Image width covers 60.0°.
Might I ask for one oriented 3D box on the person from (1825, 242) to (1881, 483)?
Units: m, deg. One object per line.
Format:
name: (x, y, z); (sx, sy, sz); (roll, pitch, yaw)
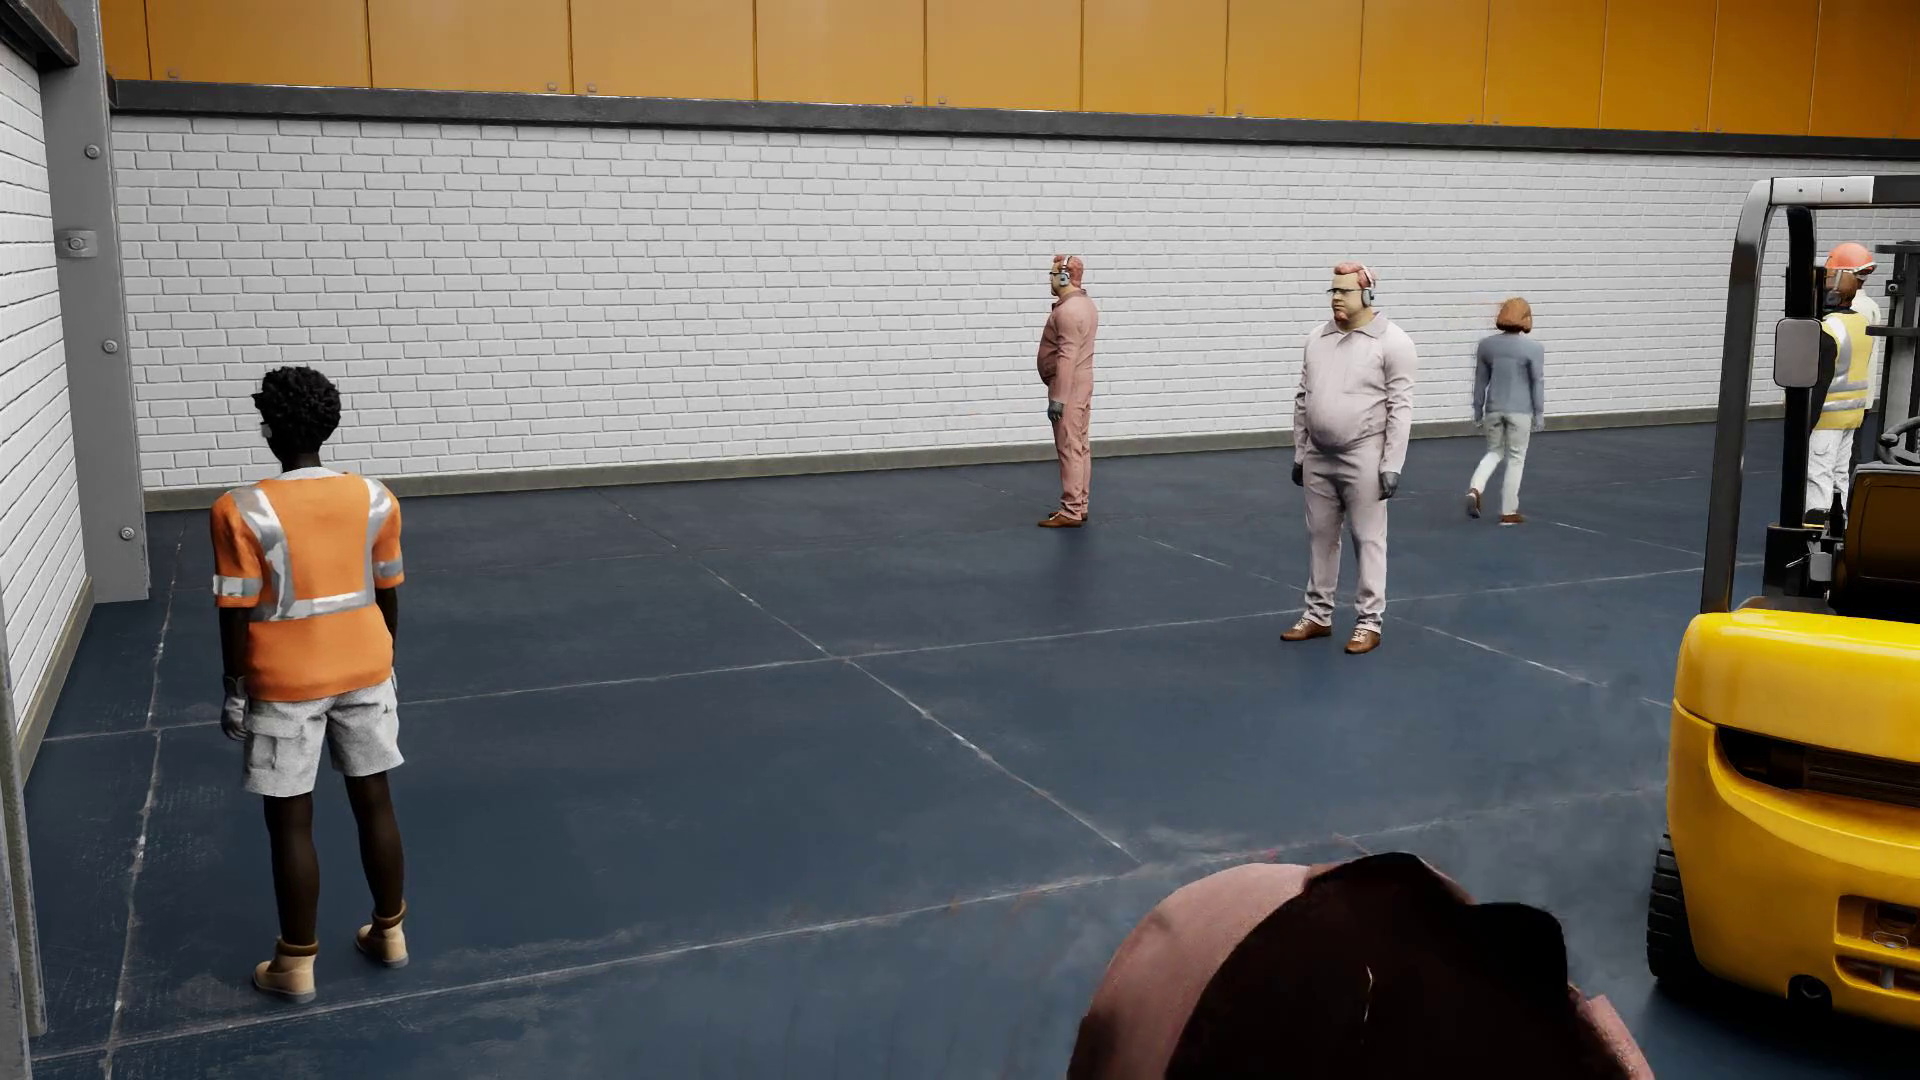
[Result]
person: (5.601, -0.881, 10.585); (0.614, 1.993, 0.395); (-10, 14, -44)

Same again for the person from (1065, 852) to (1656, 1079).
person: (0.269, 0.901, 1.148); (0.399, 1.866, 0.790); (-6, 12, -30)

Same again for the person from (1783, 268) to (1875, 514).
person: (5.160, -0.693, 9.964); (0.621, 1.847, 0.429); (-9, 13, -39)

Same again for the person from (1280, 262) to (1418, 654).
person: (1.895, -0.403, 8.193); (0.407, 1.908, 0.641); (-10, 14, -43)

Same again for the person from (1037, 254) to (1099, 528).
person: (0.741, -1.040, 11.702); (0.406, 1.911, 0.639); (3, 11, 17)

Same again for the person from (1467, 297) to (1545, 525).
person: (3.832, -0.892, 11.676); (0.465, 1.620, 0.506); (-10, 14, -43)

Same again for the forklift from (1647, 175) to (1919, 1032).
forklift: (2.810, 0.094, 4.662); (1.214, 2.155, 2.313); (7, 12, 34)

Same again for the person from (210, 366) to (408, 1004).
person: (-1.732, 0.380, 4.487); (0.320, 1.690, 0.537); (8, 13, 39)
